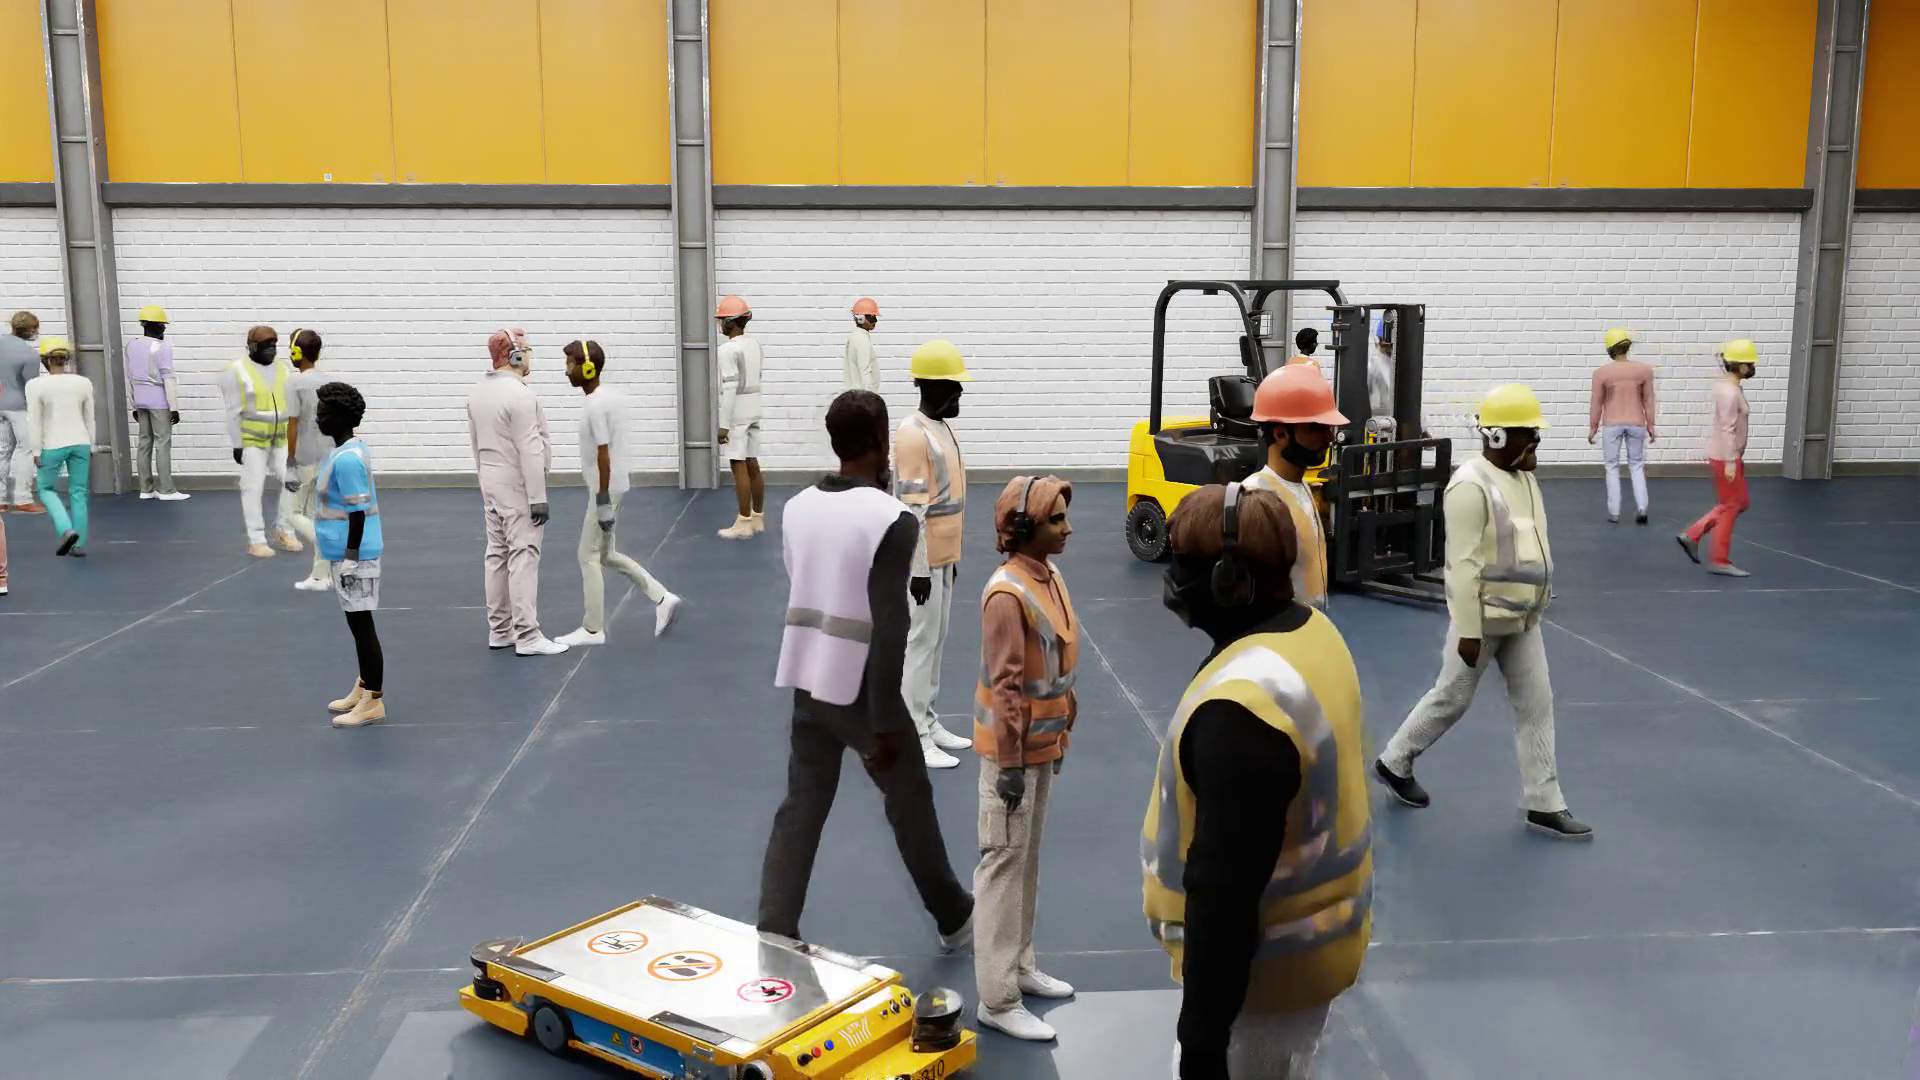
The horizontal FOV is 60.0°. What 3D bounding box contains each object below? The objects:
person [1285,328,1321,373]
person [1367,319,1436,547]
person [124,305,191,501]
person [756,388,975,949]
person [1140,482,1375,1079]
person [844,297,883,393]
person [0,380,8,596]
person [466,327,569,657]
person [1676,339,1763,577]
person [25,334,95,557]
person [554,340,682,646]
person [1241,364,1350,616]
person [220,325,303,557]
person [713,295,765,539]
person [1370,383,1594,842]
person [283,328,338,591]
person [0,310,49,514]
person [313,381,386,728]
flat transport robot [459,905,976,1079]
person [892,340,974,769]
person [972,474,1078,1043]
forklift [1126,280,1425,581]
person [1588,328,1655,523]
[{"bbox_3d":[3.465,-1.302,16.838,0.321,1.689,0.530,-4,10,-24],"label":"person"},{"bbox_3d":[3.453,-0.835,13.260,1.004,1.888,0.620,9,13,44],"label":"person"},{"bbox_3d":[-7.902,-1.339,16.330,0.591,1.923,0.382,4,10,23],"label":"person"},{"bbox_3d":[-0.300,0.463,5.215,1.030,1.857,0.612,-9,12,-43],"label":"person"},{"bbox_3d":[0.557,0.801,3.177,0.435,1.836,0.668,4,10,22],"label":"person"},{"bbox_3d":[-0.958,-1.404,16.519,0.381,1.991,0.625,-3,9,-16],"label":"person"},{"bbox_3d":[-6.750,-0.518,11.232,0.407,1.910,0.638,1,9,4],"label":"person"},{"bbox_3d":[-2.586,-0.280,9.724,0.407,1.914,0.639,-9,12,-43],"label":"person"},{"bbox_3d":[5.620,-0.602,12.234,0.444,1.748,0.538,5,10,27],"label":"person"},{"bbox_3d":[-7.002,-0.723,12.999,0.418,1.756,0.527,7,12,38],"label":"person"},{"bbox_3d":[-2.061,-0.278,9.926,0.696,1.840,0.549,-1,9,-5],"label":"person"},{"bbox_3d":[1.022,0.413,5.287,0.371,1.939,0.543,4,10,24],"label":"person"},{"bbox_3d":[-5.461,-0.766,13.066,0.461,1.828,0.644,7,12,38],"label":"person"},{"bbox_3d":[-1.876,-1.026,13.991,0.395,2.042,0.611,3,10,21],"label":"person"},{"bbox_3d":[2.098,0.262,6.668,0.596,1.797,0.908,-9,12,-43],"label":"person"},{"bbox_3d":[-4.468,-0.540,11.539,0.484,1.853,0.546,3,10,19],"label":"person"},{"bbox_3d":[-8.798,-1.175,15.443,0.784,1.900,0.374,4,10,23],"label":"person"},{"bbox_3d":[-3.011,0.069,8.202,0.315,1.696,0.541,-4,10,-22],"label":"person"},{"bbox_3d":[-0.720,1.327,4.767,1.431,0.197,0.652,7,11,36],"label":"flat transport robot"},{"bbox_3d":[-0.114,0.057,7.552,0.372,1.925,0.595,2,9,12],"label":"person"},{"bbox_3d":[0.193,0.621,4.909,0.315,1.641,0.514,3,9,16],"label":"person"},{"bbox_3d":[2.301,-0.860,12.475,1.214,2.155,2.313,-6,11,-35],"label":"forklift"},{"bbox_3d":[5.904,-1.005,14.851,0.582,1.737,0.380,1,9,7],"label":"person"}]
